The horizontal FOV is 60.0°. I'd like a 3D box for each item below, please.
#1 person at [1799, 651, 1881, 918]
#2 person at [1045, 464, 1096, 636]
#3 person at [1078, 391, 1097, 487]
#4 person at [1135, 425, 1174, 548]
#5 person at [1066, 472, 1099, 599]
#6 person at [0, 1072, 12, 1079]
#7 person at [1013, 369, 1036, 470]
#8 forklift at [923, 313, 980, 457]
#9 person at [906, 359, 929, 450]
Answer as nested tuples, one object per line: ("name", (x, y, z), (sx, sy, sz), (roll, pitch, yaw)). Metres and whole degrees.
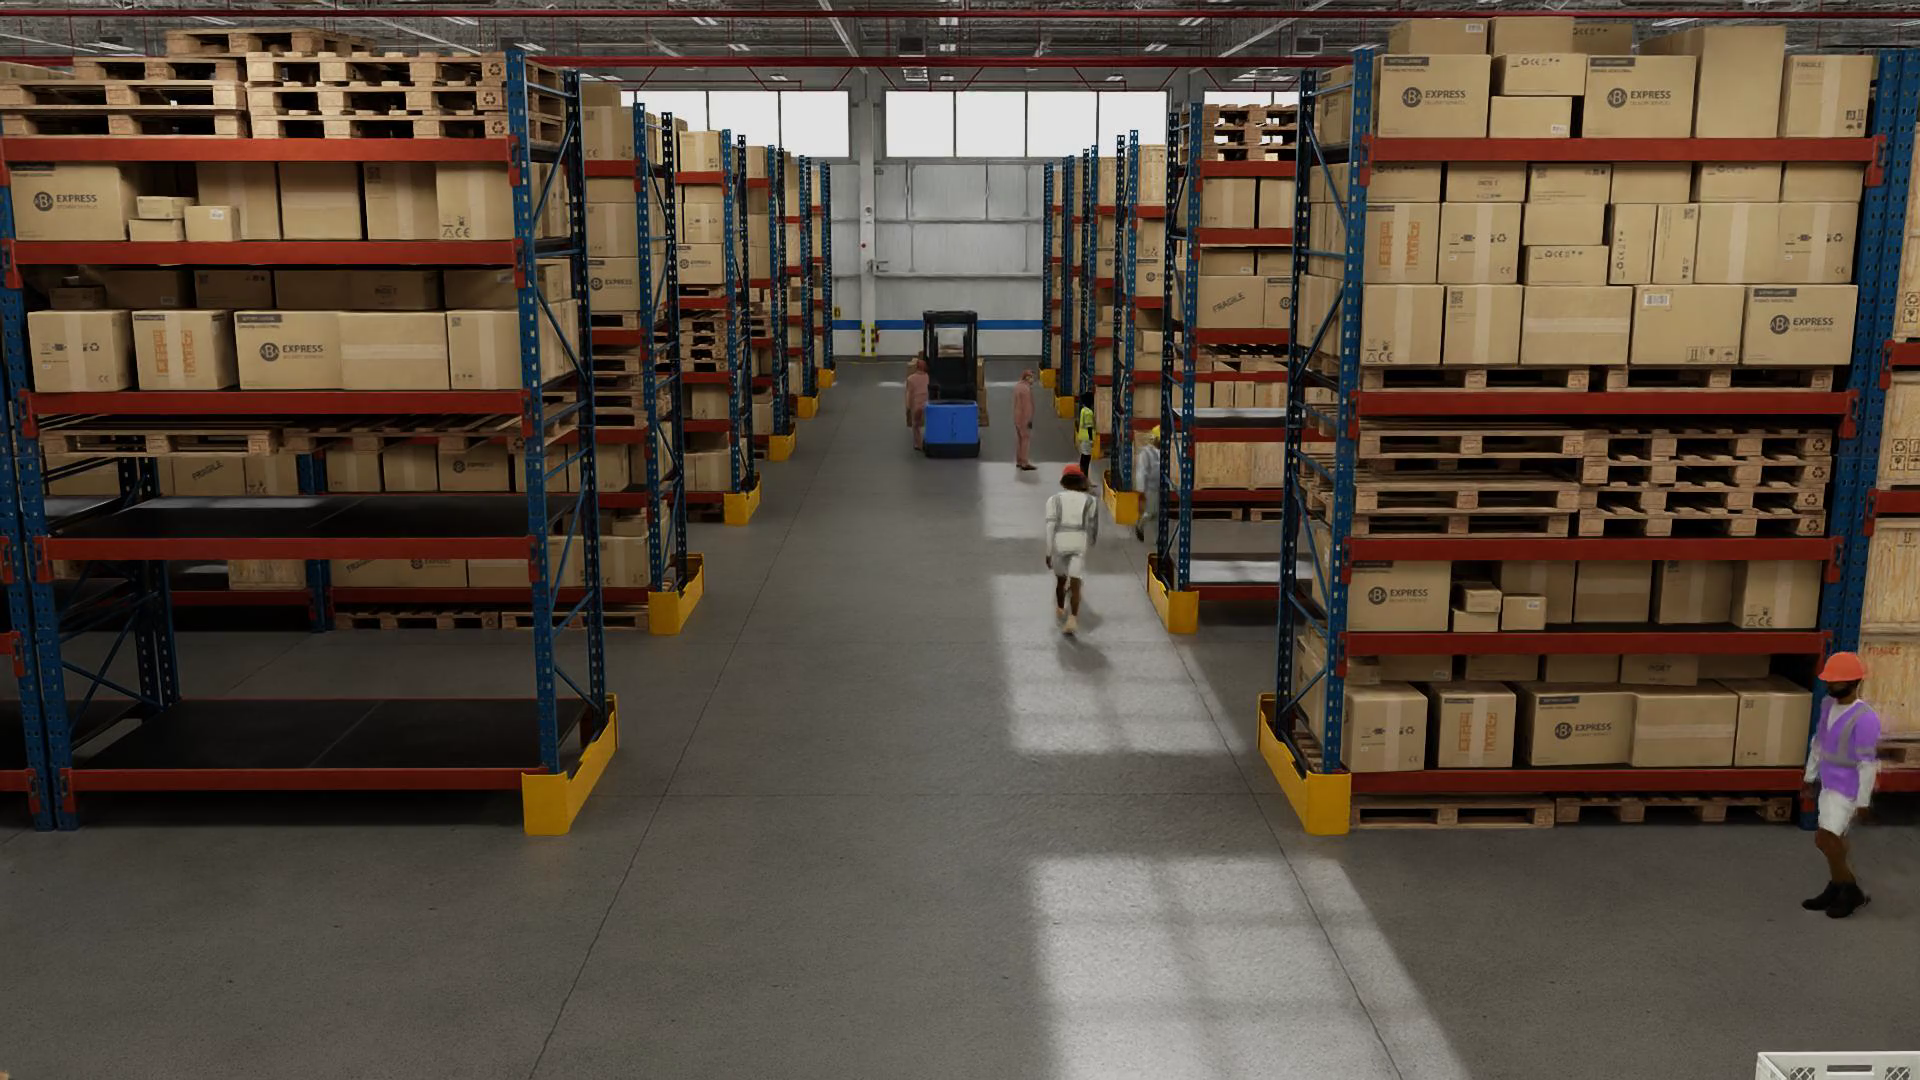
("person", (6.129, 1.709, 11.631), (0.433, 1.922, 0.566), (0, 11, 2))
("person", (1.292, 0.116, 19.501), (0.597, 1.959, 1.183), (0, 11, 1))
("person", (2.269, -1.792, 29.523), (0.317, 1.699, 0.539), (-2, 12, -8))
("person", (2.856, -0.792, 24.274), (0.599, 1.816, 0.497), (-7, 13, -31))
("person", (1.497, -0.064, 21.140), (0.533, 1.614, 0.521), (1, 11, 6))
("person", (-5.749, 2.310, 9.250), (0.611, 1.683, 0.538), (-1, 11, -7))
("person", (1.215, -2.273, 31.432), (0.403, 1.897, 0.706), (-1, 11, -7))
("forklift", (-0.184, -3.143, 33.278), (1.129, 2.768, 1.873), (0, 11, -2))
("person", (-0.770, -2.718, 33.648), (0.643, 1.889, 0.802), (-2, 12, -9))
